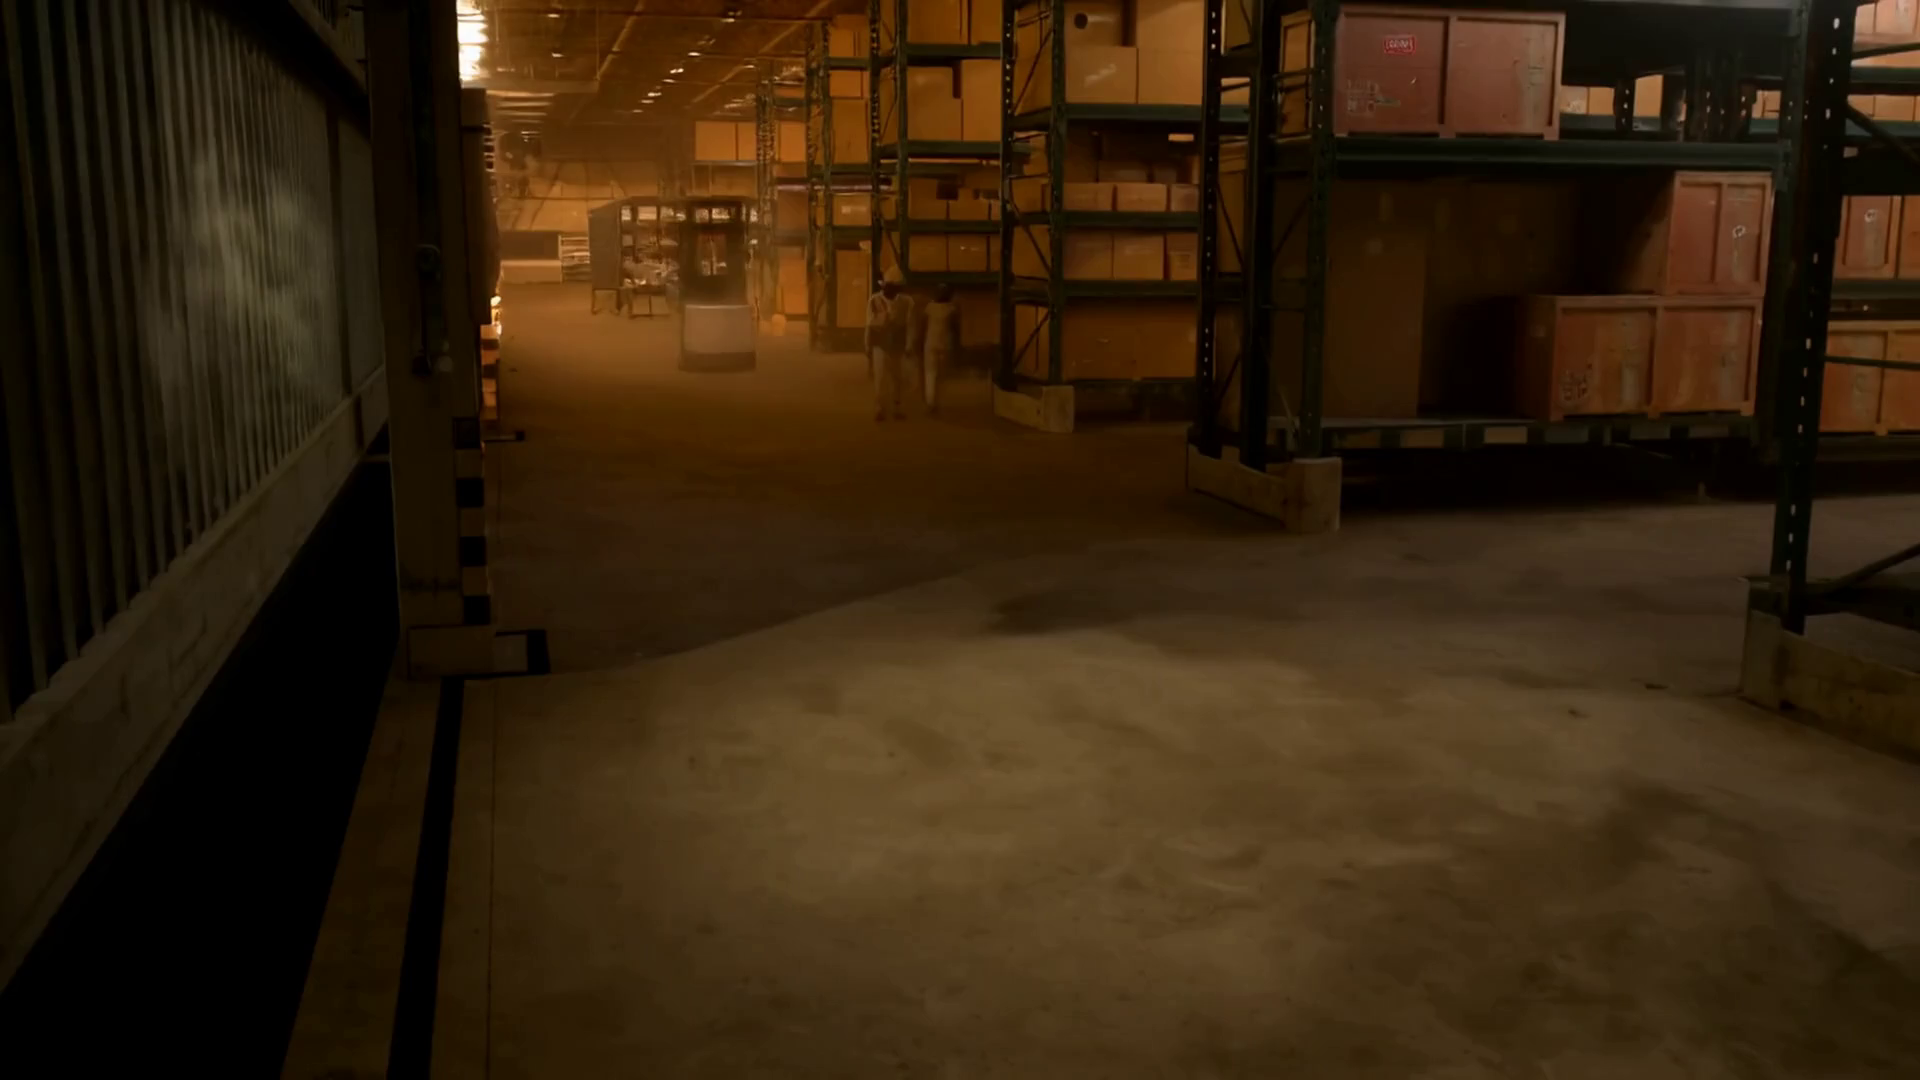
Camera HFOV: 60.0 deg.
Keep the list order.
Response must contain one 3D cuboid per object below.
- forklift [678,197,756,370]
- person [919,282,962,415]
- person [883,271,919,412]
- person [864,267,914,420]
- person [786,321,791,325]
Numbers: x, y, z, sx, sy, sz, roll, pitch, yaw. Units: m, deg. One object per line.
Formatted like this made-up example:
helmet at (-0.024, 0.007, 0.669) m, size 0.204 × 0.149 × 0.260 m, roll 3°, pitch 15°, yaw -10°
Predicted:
forklift at (-4.032, -4.243, 27.400) m, size 1.129 × 2.768 × 1.873 m, roll -3°, pitch 10°, yaw -15°
person at (-0.251, -2.293, 19.986) m, size 0.536 × 1.605 × 0.731 m, roll 2°, pitch 10°, yaw 11°
person at (-0.777, -2.425, 20.319) m, size 0.358 × 1.741 × 0.582 m, roll -5°, pitch 11°, yaw -28°
person at (-0.839, -2.334, 19.700) m, size 0.599 × 1.800 × 0.831 m, roll 0°, pitch 10°, yaw -2°
person at (-4.513, -6.420, 43.093) m, size 0.501 × 1.688 × 0.917 m, roll 3°, pitch 10°, yaw 14°
